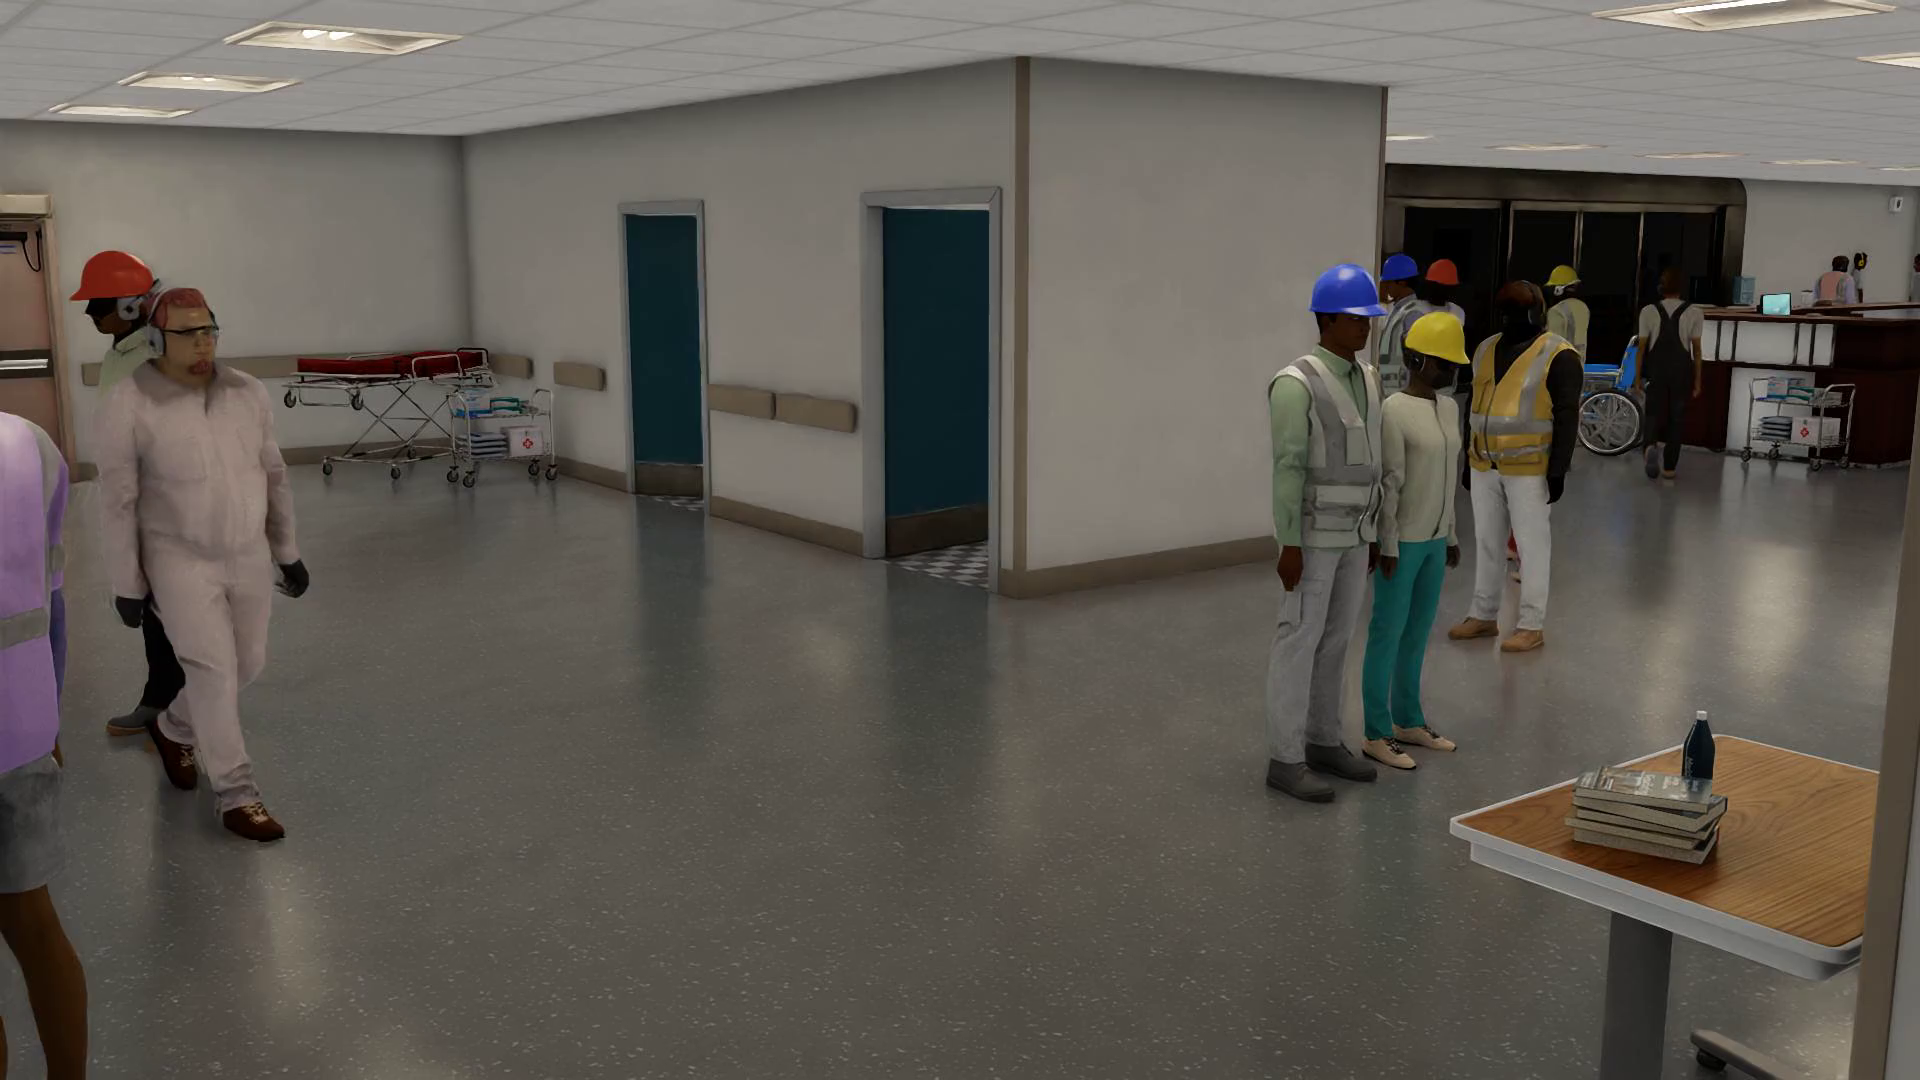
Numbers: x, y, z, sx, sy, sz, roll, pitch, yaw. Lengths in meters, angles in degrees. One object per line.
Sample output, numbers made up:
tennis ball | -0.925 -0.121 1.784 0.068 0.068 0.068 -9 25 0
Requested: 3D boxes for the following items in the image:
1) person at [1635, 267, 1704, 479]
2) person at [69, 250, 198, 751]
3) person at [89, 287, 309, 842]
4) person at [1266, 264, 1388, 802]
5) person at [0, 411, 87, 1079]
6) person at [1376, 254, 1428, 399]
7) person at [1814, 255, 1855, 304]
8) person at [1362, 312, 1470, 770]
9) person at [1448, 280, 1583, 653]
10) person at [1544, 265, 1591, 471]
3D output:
person | 6.014 -1.397 14.114 0.534 1.823 0.667 5 11 25
person | -3.267 -0.151 6.667 0.621 1.989 0.398 9 13 41
person | -2.667 0.060 5.799 0.848 1.881 0.639 6 12 30
person | 1.359 -0.030 6.112 0.397 1.946 0.617 10 14 43
person | -2.068 0.414 3.401 0.411 2.032 0.611 1 10 7
person | 3.196 -1.088 12.063 0.402 1.940 0.602 1 10 4
person | 13.166 -3.351 25.024 0.429 1.839 0.634 -5 11 -26
person | 1.791 -0.002 6.486 0.321 1.761 0.522 10 14 44
person | 2.751 -0.362 8.300 0.429 1.840 0.638 -6 12 -32
person | 5.280 -1.493 14.641 0.403 1.830 0.595 10 14 43
